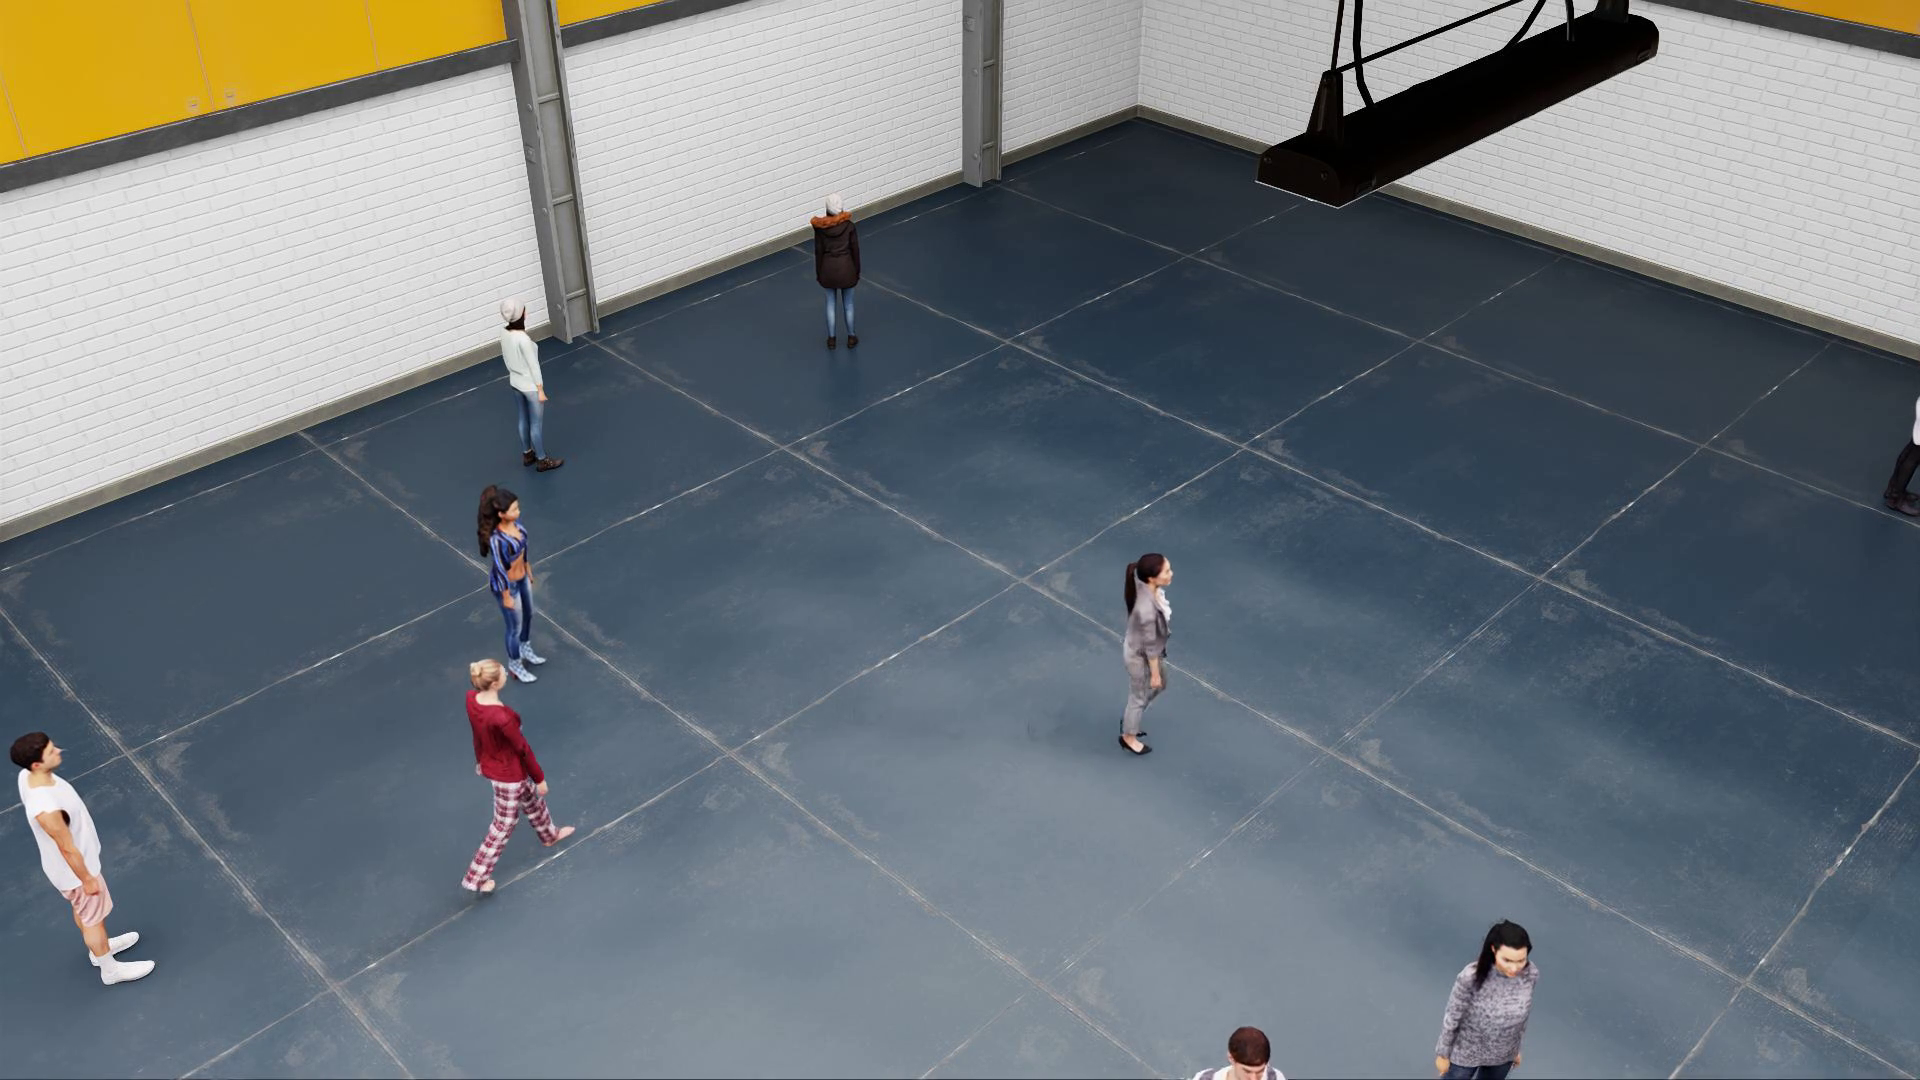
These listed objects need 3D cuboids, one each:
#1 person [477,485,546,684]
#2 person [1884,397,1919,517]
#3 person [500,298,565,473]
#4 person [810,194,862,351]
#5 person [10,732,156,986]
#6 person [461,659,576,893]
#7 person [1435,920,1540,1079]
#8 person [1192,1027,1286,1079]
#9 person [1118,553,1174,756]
[{"bbox_3d":[-3.247,0.313,12.028,0.760,1.621,0.668,6,34,9],"label":"person"},{"bbox_3d":[8.146,-1.075,13.952,0.764,1.803,0.637,15,37,22],"label":"person"},{"bbox_3d":[-3.792,-1.372,14.542,0.577,1.644,0.509,26,42,33],"label":"person"},{"bbox_3d":[-1.211,-2.669,16.503,0.744,1.634,0.811,-2,34,-3],"label":"person"},{"bbox_3d":[-5.128,1.835,9.587,0.611,1.789,0.669,-23,40,-30],"label":"person"},{"bbox_3d":[-2.869,1.468,10.255,0.638,1.661,1.061,29,43,36],"label":"person"},{"bbox_3d":[2.675,2.579,8.519,0.664,1.731,0.755,-4,34,-6],"label":"person"},{"bbox_3d":[1.236,2.915,7.926,1.097,1.829,1.107,-4,34,-6],"label":"person"},{"bbox_3d":[1.164,0.783,11.284,0.797,1.663,0.728,2,34,3],"label":"person"}]
